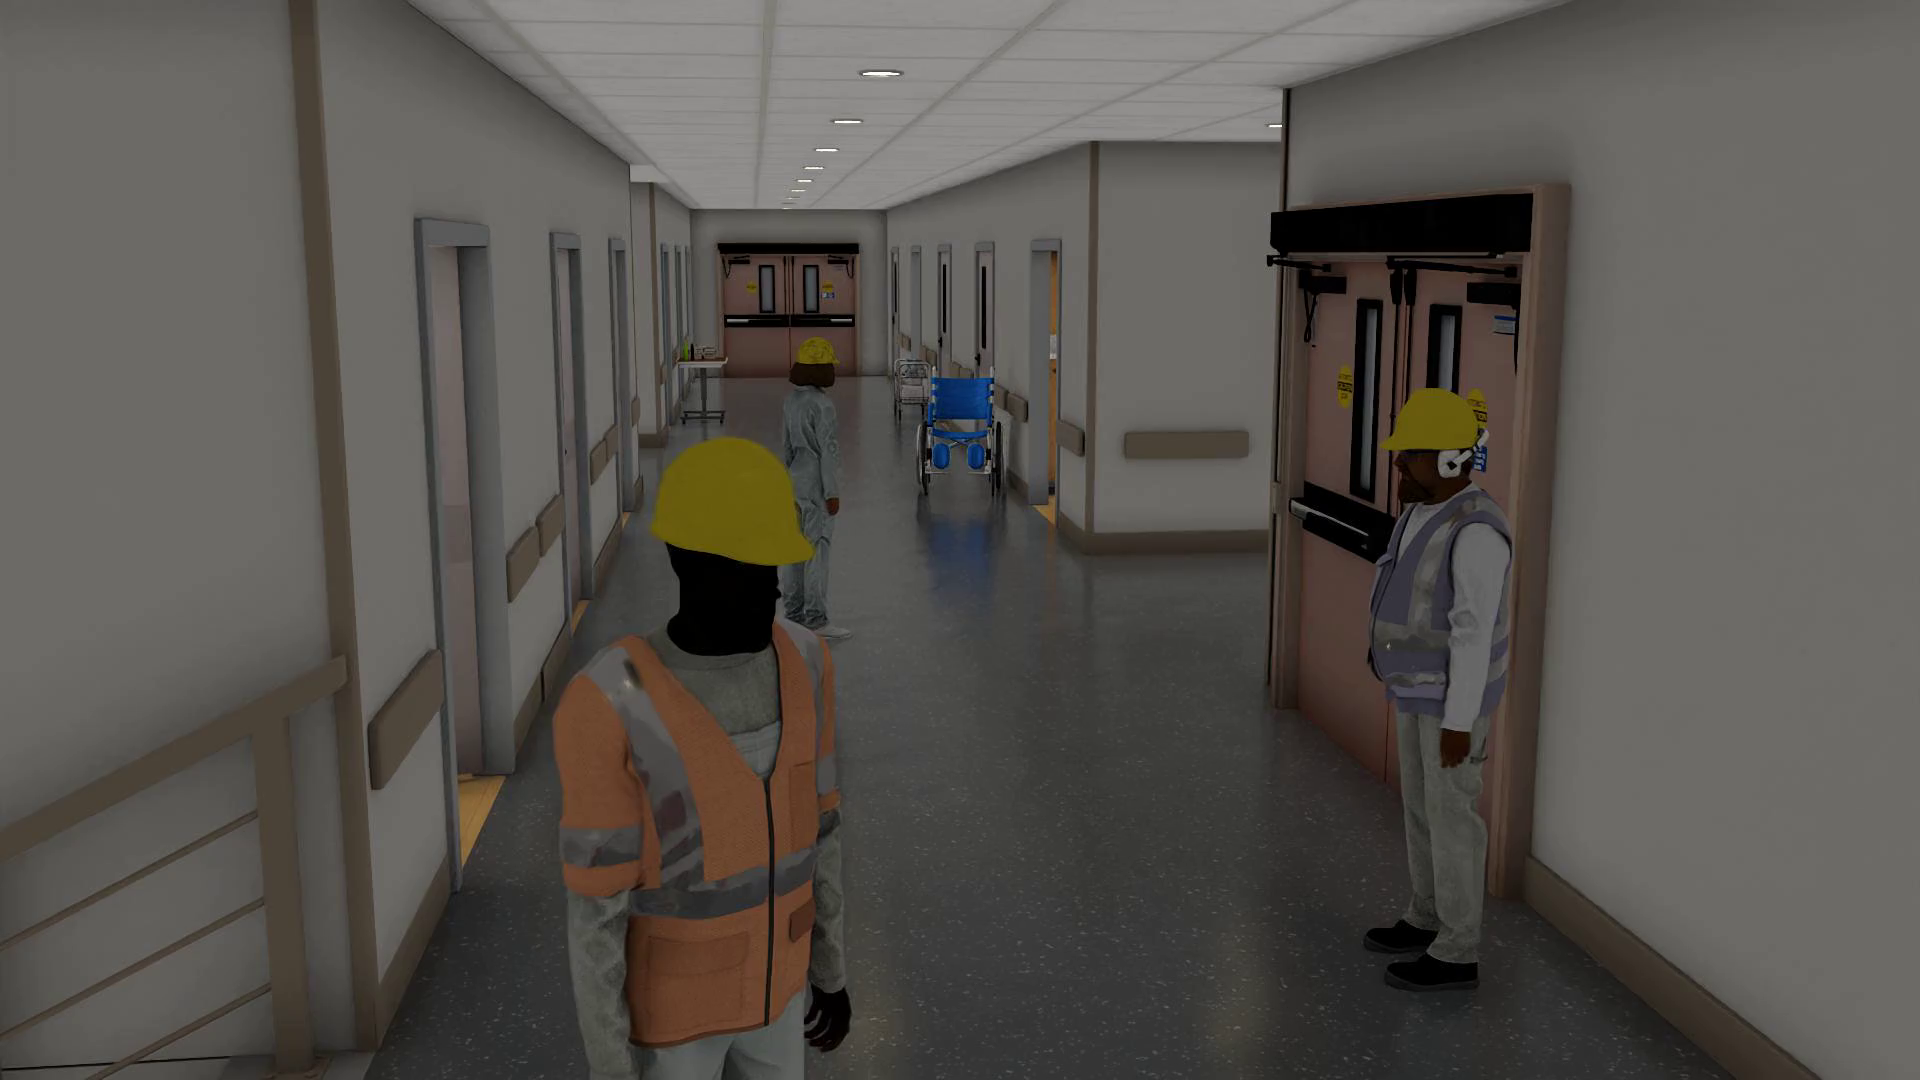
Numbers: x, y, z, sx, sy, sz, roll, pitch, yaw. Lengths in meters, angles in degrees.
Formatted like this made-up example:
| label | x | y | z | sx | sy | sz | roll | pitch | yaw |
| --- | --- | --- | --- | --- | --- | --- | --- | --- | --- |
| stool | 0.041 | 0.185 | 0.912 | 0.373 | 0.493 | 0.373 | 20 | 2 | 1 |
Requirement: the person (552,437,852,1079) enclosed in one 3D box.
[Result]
| label | x | y | z | sx | sy | sz | roll | pitch | yaw |
| --- | --- | --- | --- | --- | --- | --- | --- | --- | --- |
| person | -0.406 | 0.775 | 2.885 | 0.397 | 1.920 | 0.586 | 8 | 13 | 39 |

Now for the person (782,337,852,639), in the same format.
| label | x | y | z | sx | sy | sz | roll | pitch | yaw |
| --- | --- | --- | --- | --- | --- | --- | --- | --- | --- |
| person | -0.841 | -0.301 | 9.655 | 0.323 | 1.742 | 0.492 | -7 | 12 | -35 |

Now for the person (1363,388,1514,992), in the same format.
| label | x | y | z | sx | sy | sz | roll | pitch | yaw |
| --- | --- | --- | --- | --- | --- | --- | --- | --- | --- |
| person | 1.439 | 0.452 | 5.054 | 0.404 | 1.824 | 0.586 | -1 | 10 | -5 |
